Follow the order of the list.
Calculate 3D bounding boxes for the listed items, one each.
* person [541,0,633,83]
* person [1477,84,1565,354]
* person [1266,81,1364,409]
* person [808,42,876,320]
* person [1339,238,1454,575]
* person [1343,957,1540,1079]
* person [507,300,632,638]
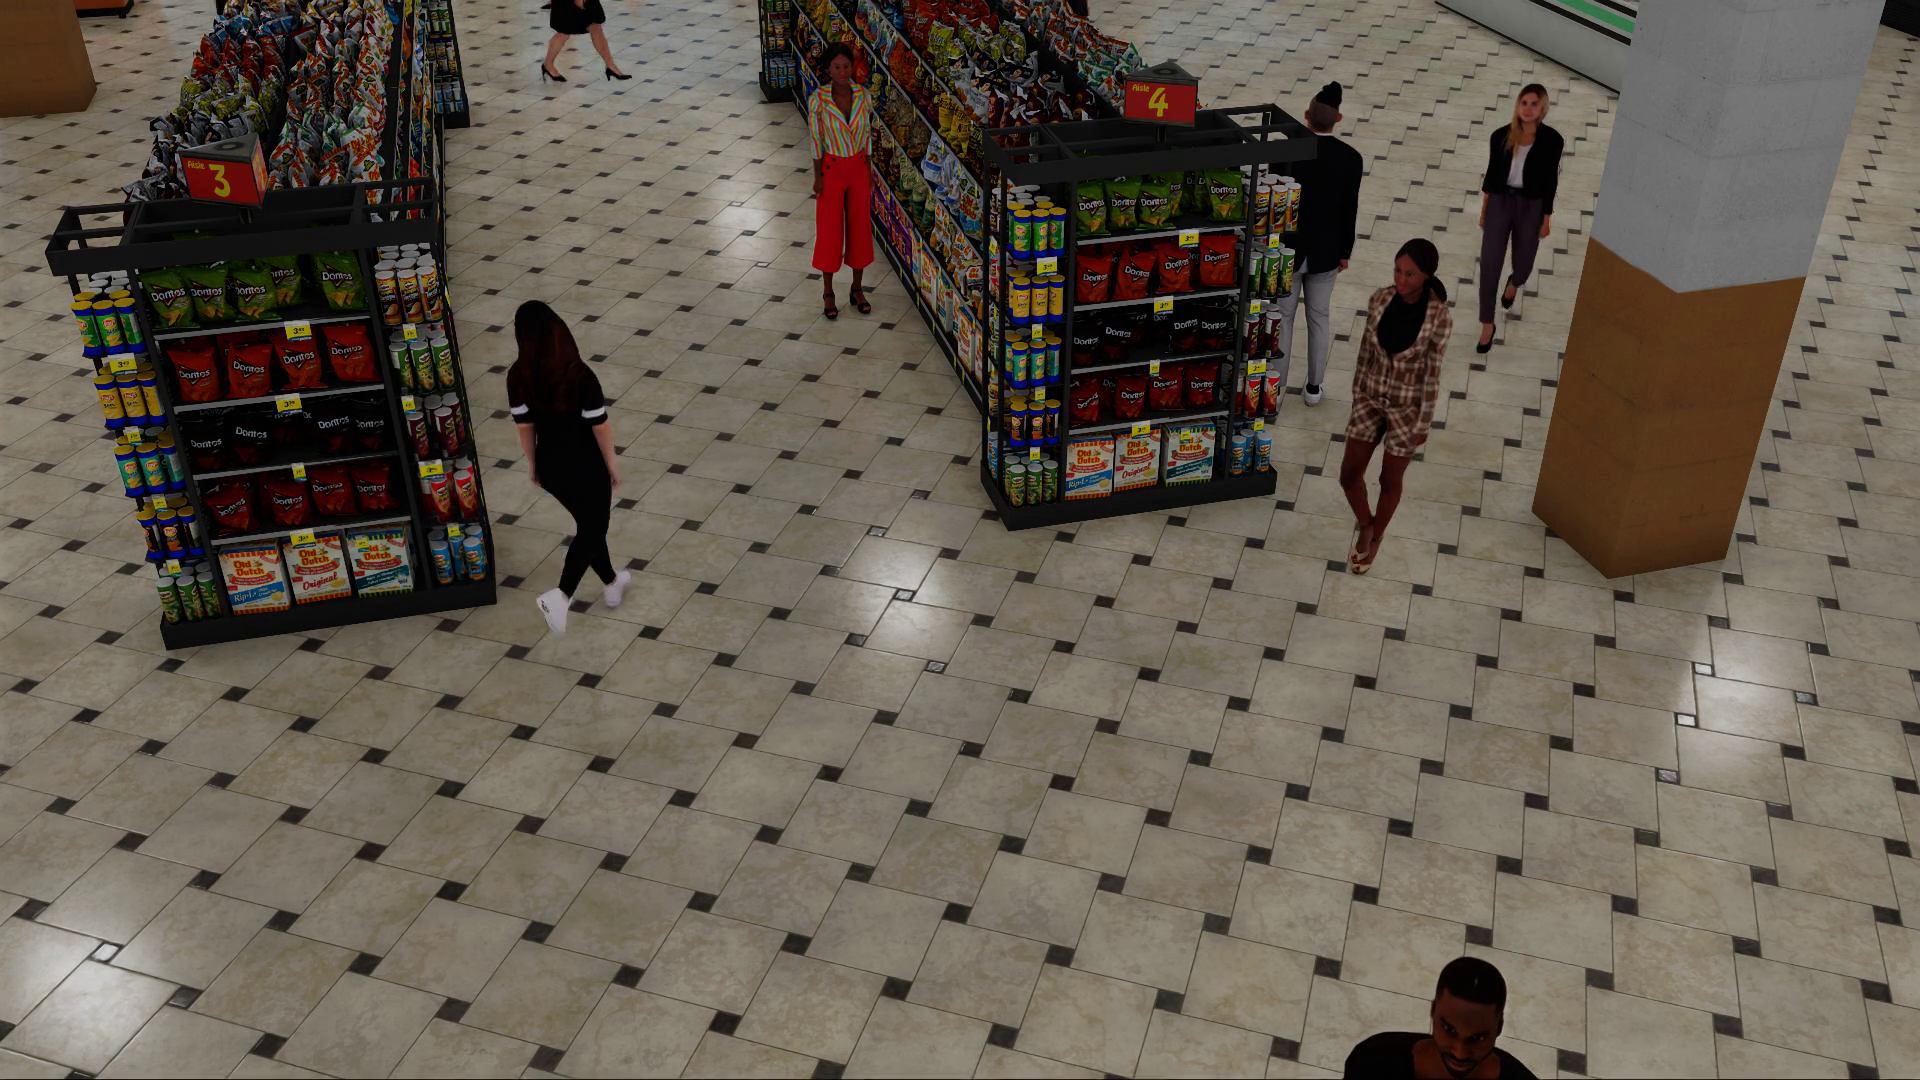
[{"bbox_3d":[-3.564,-4.915,15.042,1.016,1.629,1.119,3,32,5],"label":"person"},{"bbox_3d":[3.478,-2.021,10.378,0.978,1.642,1.092,13,34,20],"label":"person"},{"bbox_3d":[1.991,-1.679,9.538,0.763,1.949,0.693,0,32,0],"label":"person"},{"bbox_3d":[-0.745,-2.292,10.671,0.620,1.793,0.566,-13,34,-20],"label":"person"},{"bbox_3d":[2.115,-0.636,8.021,0.716,1.781,0.787,22,38,31],"label":"person"},{"bbox_3d":[1.146,1.731,4.194,0.717,1.805,0.709,8,33,13],"label":"person"},{"bbox_3d":[-1.817,-0.285,7.622,0.915,1.607,1.086,8,33,13],"label":"person"}]
